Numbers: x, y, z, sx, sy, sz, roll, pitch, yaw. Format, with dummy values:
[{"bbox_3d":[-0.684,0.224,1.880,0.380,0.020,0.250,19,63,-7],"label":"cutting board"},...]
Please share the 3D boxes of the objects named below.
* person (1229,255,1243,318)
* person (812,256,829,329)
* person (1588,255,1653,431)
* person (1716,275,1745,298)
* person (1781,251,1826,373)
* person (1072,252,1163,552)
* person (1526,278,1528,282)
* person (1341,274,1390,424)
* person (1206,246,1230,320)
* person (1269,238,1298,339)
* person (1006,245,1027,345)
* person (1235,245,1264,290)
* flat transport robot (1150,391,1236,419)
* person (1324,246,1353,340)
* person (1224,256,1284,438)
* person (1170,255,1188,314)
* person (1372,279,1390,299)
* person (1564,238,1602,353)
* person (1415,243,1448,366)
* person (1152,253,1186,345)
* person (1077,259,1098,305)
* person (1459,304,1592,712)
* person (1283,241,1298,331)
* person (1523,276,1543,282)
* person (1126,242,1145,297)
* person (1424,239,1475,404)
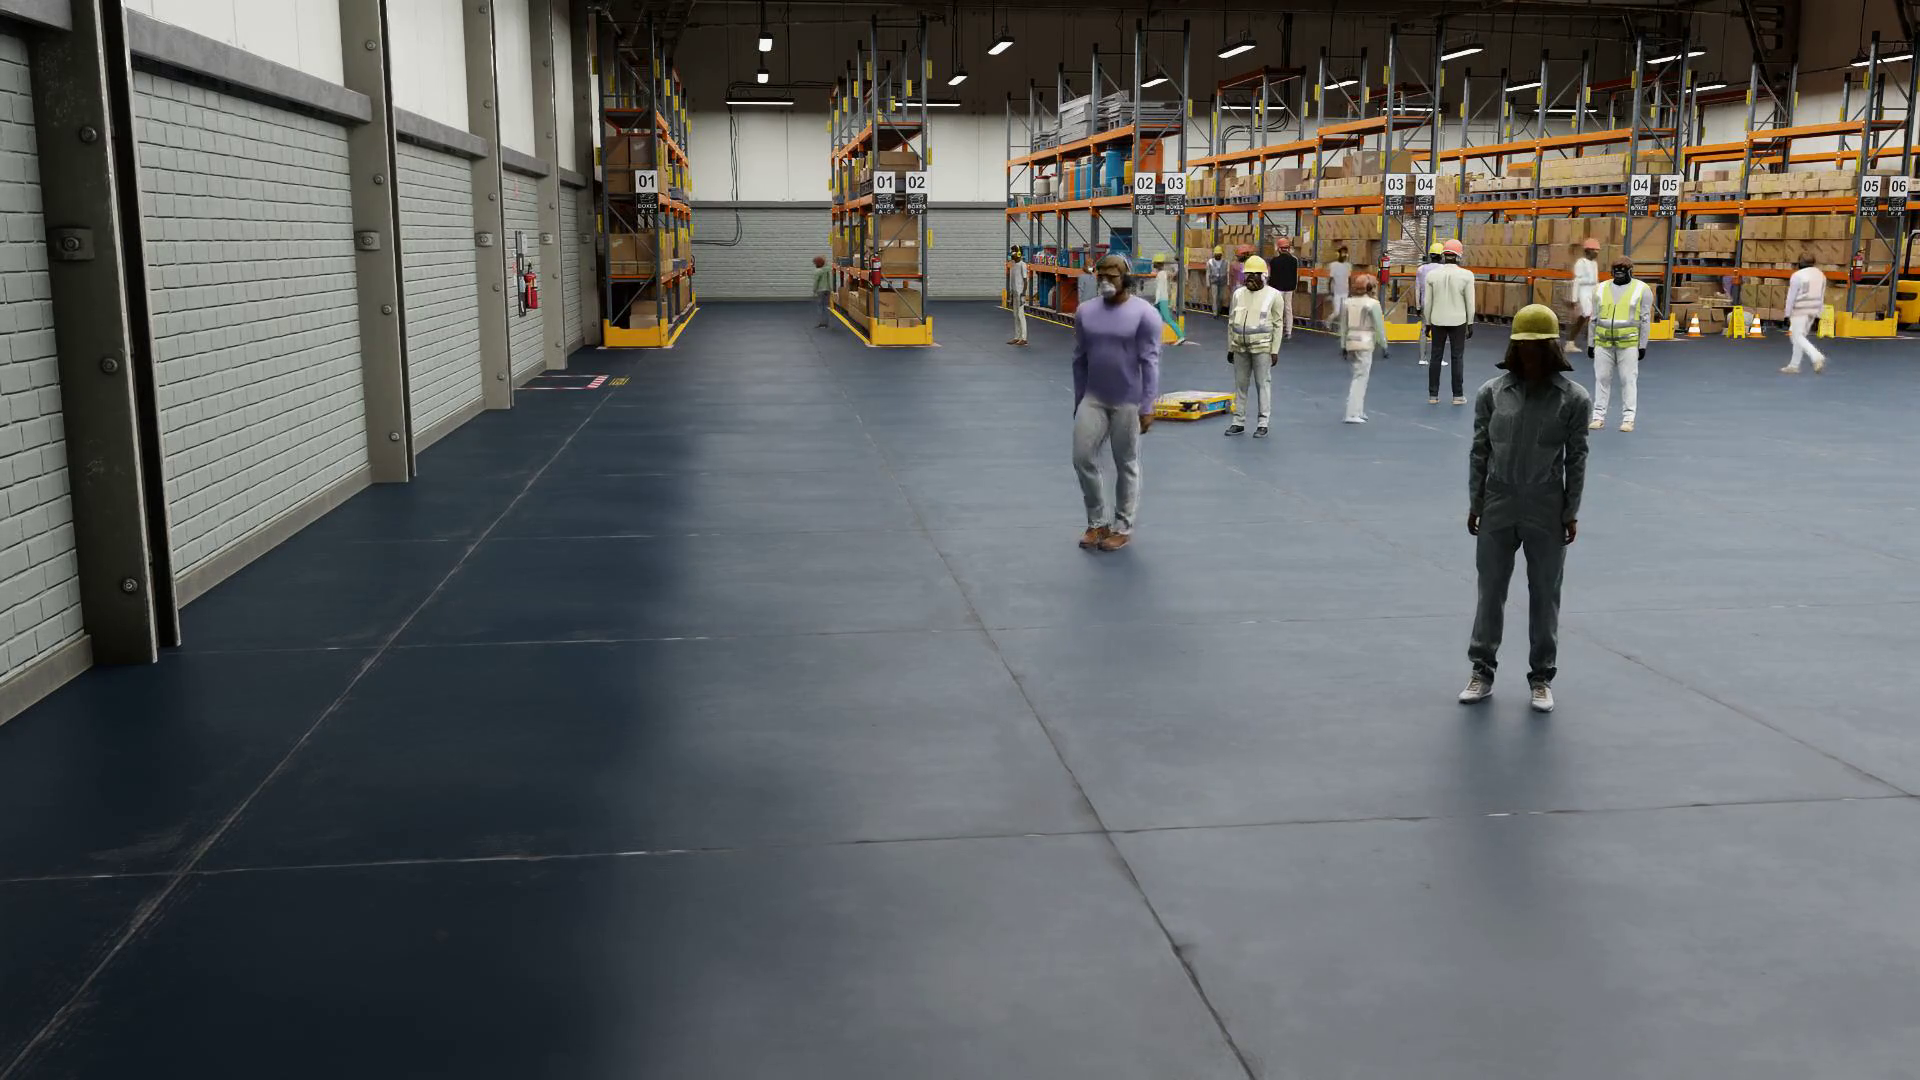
[{"bbox_3d":[6.566,-5.967,39.057,0.526,1.769,0.329,-3,11,-14],"label":"person"},{"bbox_3d":[-3.061,-5.473,36.803,0.345,1.616,0.578,7,12,32],"label":"person"},{"bbox_3d":[6.897,-2.058,17.451,0.630,1.835,0.429,8,13,38],"label":"person"},{"bbox_3d":[20.697,-7.029,44.636,0.653,1.866,0.990,2,11,11],"label":"person"},{"bbox_3d":[12.498,-3.342,24.532,0.634,1.815,0.762,-5,11,-24],"label":"person"},{"bbox_3d":[0.958,-0.862,10.637,0.655,1.920,0.564,6,12,31],"label":"person"},{"bbox_3d":[15.961,-7.356,46.206,0.553,1.934,0.366,-4,11,-20],"label":"person"},{"bbox_3d":[4.429,-2.075,18.123,0.565,1.618,0.518,-5,11,-25],"label":"person"},{"bbox_3d":[6.354,-6.320,40.901,0.621,1.804,0.575,1,10,4],"label":"person"},{"bbox_3d":[6.421,-4.998,33.118,0.611,1.995,0.375,-4,11,-21],"label":"person"},{"bbox_3d":[1.085,-4.577,31.157,0.319,1.870,0.521,-4,11,-21],"label":"person"},{"bbox_3d":[5.492,-4.669,31.653,0.869,1.867,0.558,-5,12,-26],"label":"person"},{"bbox_3d":[2.631,-1.551,18.952,0.652,0.197,1.431,6,12,30],"label":"flat transport robot"},{"bbox_3d":[7.480,-4.853,32.729,0.531,1.850,0.496,-4,11,-22],"label":"person"},{"bbox_3d":[2.972,-1.956,16.883,0.588,1.835,0.403,8,13,36],"label":"person"},{"bbox_3d":[5.778,-6.782,43.890,0.501,1.631,0.285,5,11,24],"label":"person"},{"bbox_3d":[11.084,-6.774,43.959,0.559,1.594,0.837,2,10,10],"label":"person"},{"bbox_3d":[10.931,-4.214,28.836,0.633,1.994,0.954,-10,14,-43],"label":"person"},{"bbox_3d":[7.470,-3.710,26.240,0.585,1.928,0.369,9,14,40],"label":"person"},{"bbox_3d":[3.802,-4.493,31.099,0.912,1.723,0.536,1,10,7],"label":"person"},{"bbox_3d":[2.340,-4.306,30.320,0.502,1.631,0.284,-9,14,-40],"label":"person"},{"bbox_3d":[2.424,-0.135,7.149,0.486,1.744,0.294,5,11,25],"label":"person"},{"bbox_3d":[7.064,-5.484,35.978,0.623,1.932,0.370,-7,12,-32],"label":"person"},{"bbox_3d":[14.123,-6.360,40.926,0.364,1.885,0.665,-5,11,-25],"label":"person"},{"bbox_3d":[4.094,-6.148,39.530,0.641,1.953,0.456,-1,10,-8],"label":"person"},{"bbox_3d":[5.947,-2.646,20.224,0.611,1.995,0.375,5,12,27],"label":"person"}]
